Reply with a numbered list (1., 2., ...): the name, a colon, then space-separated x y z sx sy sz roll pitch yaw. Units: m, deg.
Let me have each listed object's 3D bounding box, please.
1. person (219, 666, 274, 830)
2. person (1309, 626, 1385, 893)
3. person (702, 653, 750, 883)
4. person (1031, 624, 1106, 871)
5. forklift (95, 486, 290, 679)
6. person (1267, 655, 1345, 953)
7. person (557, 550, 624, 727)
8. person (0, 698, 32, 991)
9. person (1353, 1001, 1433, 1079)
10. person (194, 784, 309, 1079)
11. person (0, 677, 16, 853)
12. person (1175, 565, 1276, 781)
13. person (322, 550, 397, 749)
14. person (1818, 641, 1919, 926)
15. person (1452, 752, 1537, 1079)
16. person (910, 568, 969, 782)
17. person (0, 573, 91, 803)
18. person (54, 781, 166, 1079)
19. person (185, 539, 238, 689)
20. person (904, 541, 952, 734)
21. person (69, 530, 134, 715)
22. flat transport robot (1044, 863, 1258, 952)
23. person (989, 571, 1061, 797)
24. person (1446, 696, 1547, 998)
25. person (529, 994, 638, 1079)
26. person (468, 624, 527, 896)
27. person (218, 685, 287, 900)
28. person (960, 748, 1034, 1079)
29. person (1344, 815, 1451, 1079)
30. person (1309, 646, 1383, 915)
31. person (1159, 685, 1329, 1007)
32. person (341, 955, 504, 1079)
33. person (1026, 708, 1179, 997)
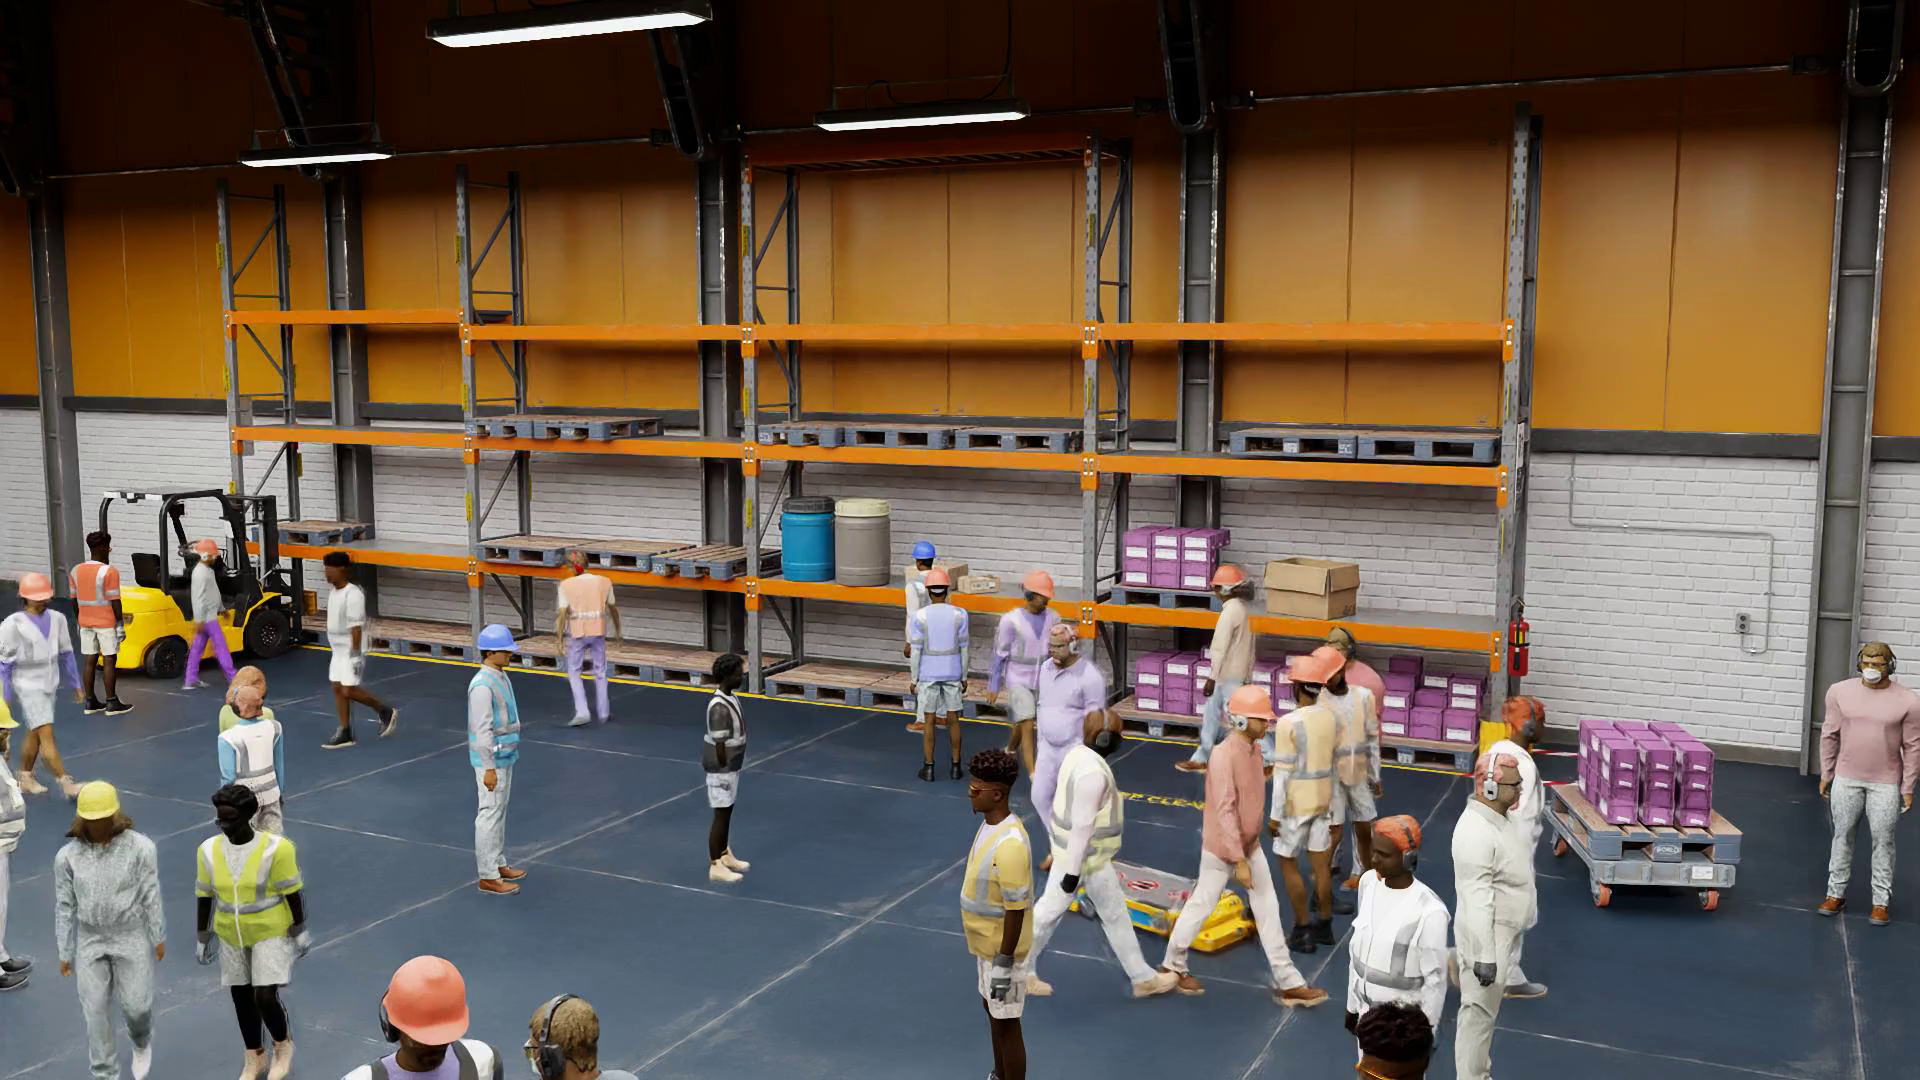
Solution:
1. person: -5.140 1.721 12.050 0.500 1.629 0.273 3 8 25
2. person: 2.773 1.570 12.087 0.386 1.928 0.633 -6 9 -41
3. person: -1.733 1.662 12.255 0.321 1.689 0.545 0 7 0
4. person: 0.787 1.554 12.313 0.412 1.894 0.693 -6 9 -40
5. forklift: -9.426 0.454 20.179 1.214 2.155 2.313 3 8 26
6. person: 2.243 1.722 10.861 0.583 1.915 0.397 -4 8 -33
7. person: -3.767 1.013 17.102 0.747 1.826 0.455 -4 8 -27
8. person: -5.932 1.852 10.174 0.403 1.819 0.602 -4 8 -27
9. person: 1.276 2.399 5.167 0.913 1.927 0.638 -5 9 -38
10. person: -3.741 2.089 8.771 0.570 1.679 0.387 0 7 4
11. person: -7.564 1.566 12.741 0.533 1.767 0.327 -2 7 -13
12. person: 2.481 1.201 15.022 0.992 1.958 0.617 2 7 16
13. person: -5.913 1.055 16.220 0.618 1.946 0.634 -7 10 -44
14. person: 6.212 1.646 11.374 0.632 1.940 0.372 5 9 38
15. person: 2.708 2.015 8.454 0.410 1.909 0.643 3 8 23
16. person: -0.192 1.214 14.991 0.543 1.928 0.373 -1 7 -11
17. person: -7.822 1.268 14.297 1.016 1.985 0.623 2 7 17
18. person: -4.399 2.074 8.641 0.497 1.729 0.438 -1 7 -10
19. person: -8.475 0.840 18.921 0.773 1.716 0.570 -3 8 -24
20. person: -0.338 0.981 16.829 0.406 1.946 0.608 7 10 43
21. person: -9.114 0.875 17.639 0.614 1.962 0.366 2 7 18
22. flat transport robot: 1.322 2.471 11.388 1.431 0.197 0.652 7 10 44
23. person: 0.556 1.233 14.654 0.662 1.987 1.062 -4 8 -32
24. person: 3.227 1.855 9.964 0.607 1.865 0.573 -1 7 -5
25. person: -1.209 2.390 5.297 0.387 1.928 0.637 2 7 18
26. person: -3.343 1.566 11.992 0.394 1.945 0.618 -1 7 -5
27. person: -4.825 1.799 11.350 0.310 1.636 0.523 3 8 26
28. person: 0.181 2.003 8.310 0.368 1.966 0.602 -1 7 -9
29. person: 1.929 2.150 7.455 0.355 1.879 0.576 -3 8 -25
30. person: 2.672 1.655 11.556 0.631 1.877 0.382 -2 7 -18
31. person: 1.654 1.824 9.938 1.045 1.941 0.629 5 9 37
32. person: -1.712 2.324 5.389 0.391 2.034 0.605 7 10 44
33. person: 0.757 1.890 10.042 1.058 1.774 0.642 -1 7 -7
